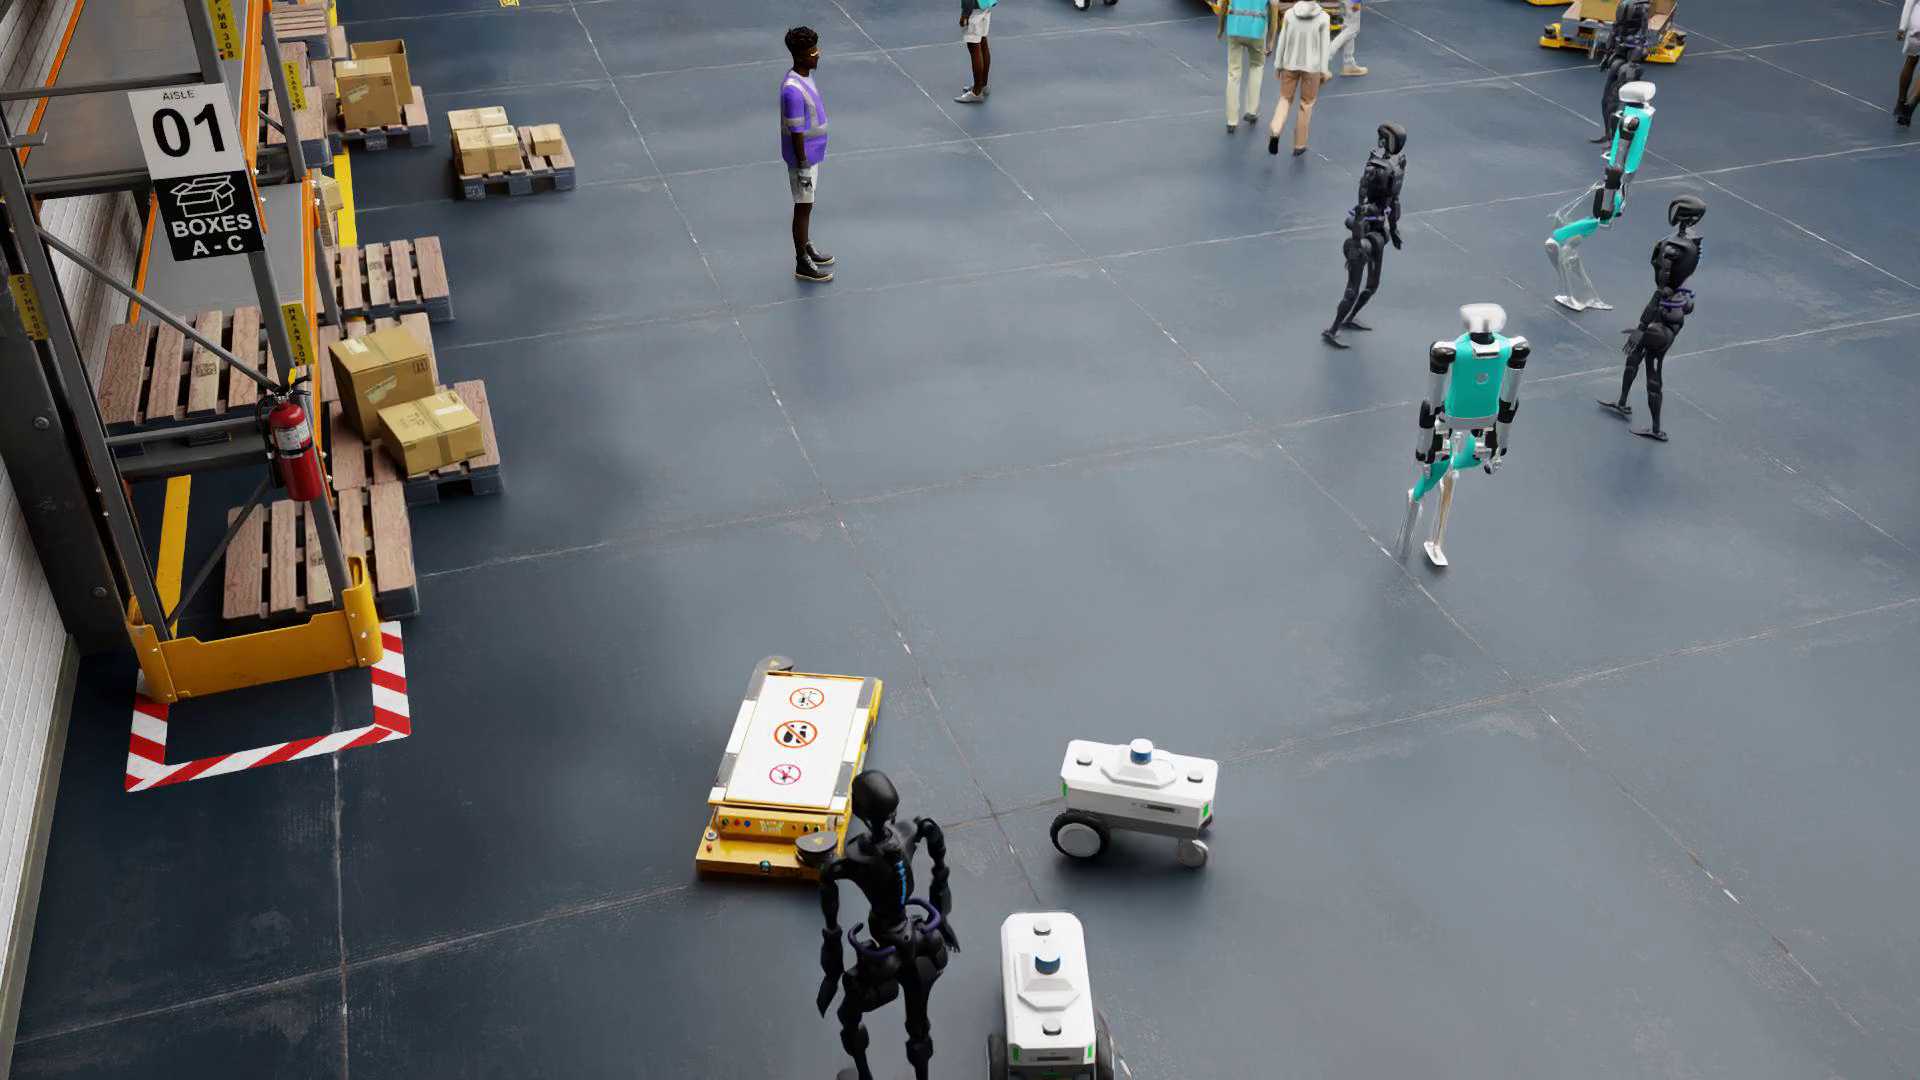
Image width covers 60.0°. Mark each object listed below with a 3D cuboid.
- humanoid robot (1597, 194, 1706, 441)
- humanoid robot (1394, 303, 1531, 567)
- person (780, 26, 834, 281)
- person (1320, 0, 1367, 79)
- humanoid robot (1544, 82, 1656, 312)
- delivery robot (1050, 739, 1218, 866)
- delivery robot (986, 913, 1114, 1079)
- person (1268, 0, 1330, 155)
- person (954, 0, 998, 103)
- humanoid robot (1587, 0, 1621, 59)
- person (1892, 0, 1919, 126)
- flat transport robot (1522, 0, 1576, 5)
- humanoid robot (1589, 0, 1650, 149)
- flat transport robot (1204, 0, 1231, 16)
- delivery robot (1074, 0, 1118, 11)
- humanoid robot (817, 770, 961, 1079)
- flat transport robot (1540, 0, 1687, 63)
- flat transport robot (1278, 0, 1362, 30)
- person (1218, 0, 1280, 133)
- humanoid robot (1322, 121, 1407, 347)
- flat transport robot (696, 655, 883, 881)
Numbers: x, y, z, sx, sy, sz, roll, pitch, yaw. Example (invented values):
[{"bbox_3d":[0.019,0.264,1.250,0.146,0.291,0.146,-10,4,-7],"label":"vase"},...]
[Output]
[{"bbox_3d":[4.517,-1.454,10.811,0.550,1.643,0.601,23,40,31],"label":"humanoid robot"},{"bbox_3d":[2.777,-0.551,9.472,0.549,1.904,0.718,-2,33,-3],"label":"humanoid robot"},{"bbox_3d":[-1.194,-2.996,12.902,0.368,1.966,0.602,0,33,1],"label":"person"},{"bbox_3d":[3.986,-5.651,17.077,0.707,1.856,0.470,-10,34,-15],"label":"person"},{"bbox_3d":[4.700,-2.569,12.435,0.687,1.769,0.553,19,37,26],"label":"humanoid robot"},{"bbox_3d":[0.814,1.189,7.777,0.791,0.598,0.499,7,34,11],"label":"delivery robot"},{"bbox_3d":[0.347,1.868,6.724,0.499,0.586,0.765,-1,33,-1],"label":"delivery robot"},{"bbox_3d":[3.102,-4.285,15.153,0.484,1.661,0.523,14,36,20],"label":"person"},{"bbox_3d":[0.159,-5.309,16.473,0.432,1.940,0.550,11,35,16],"label":"person"},{"bbox_3d":[6.987,-5.901,17.623,0.540,1.861,0.668,13,35,19],"label":"humanoid robot"},{"bbox_3d":[9.285,-4.931,15.919,0.552,1.917,0.792,23,39,31],"label":"person"},{"bbox_3d":[6.997,-6.814,20.309,0.659,0.231,1.431,-8,34,-12],"label":"flat transport robot"},{"bbox_3d":[6.147,-4.450,15.389,0.321,1.648,0.602,-4,33,-7],"label":"humanoid robot"},{"bbox_3d":[3.206,-6.581,19.951,0.659,0.231,1.431,-5,33,-8],"label":"flat transport robot"},{"bbox_3d":[1.500,-6.652,19.793,0.499,0.587,0.789,-19,37,-26],"label":"delivery robot"},{"bbox_3d":[-0.258,1.529,6.227,0.608,1.639,0.394,-22,39,-30],"label":"humanoid robot"},{"bbox_3d":[7.200,-5.518,18.322,1.431,0.231,0.659,17,37,24],"label":"flat transport robot"},{"bbox_3d":[3.931,-6.213,19.387,0.659,0.231,1.431,-3,33,-5],"label":"flat transport robot"},{"bbox_3d":[2.741,-4.833,15.857,0.593,1.817,0.645,8,34,13],"label":"person"},{"bbox_3d":[2.943,-2.219,11.977,0.363,1.638,0.607,27,42,35],"label":"humanoid robot"},{"bbox_3d":[-0.811,1.092,8.184,0.659,0.231,1.431,4,33,5],"label":"flat transport robot"}]
